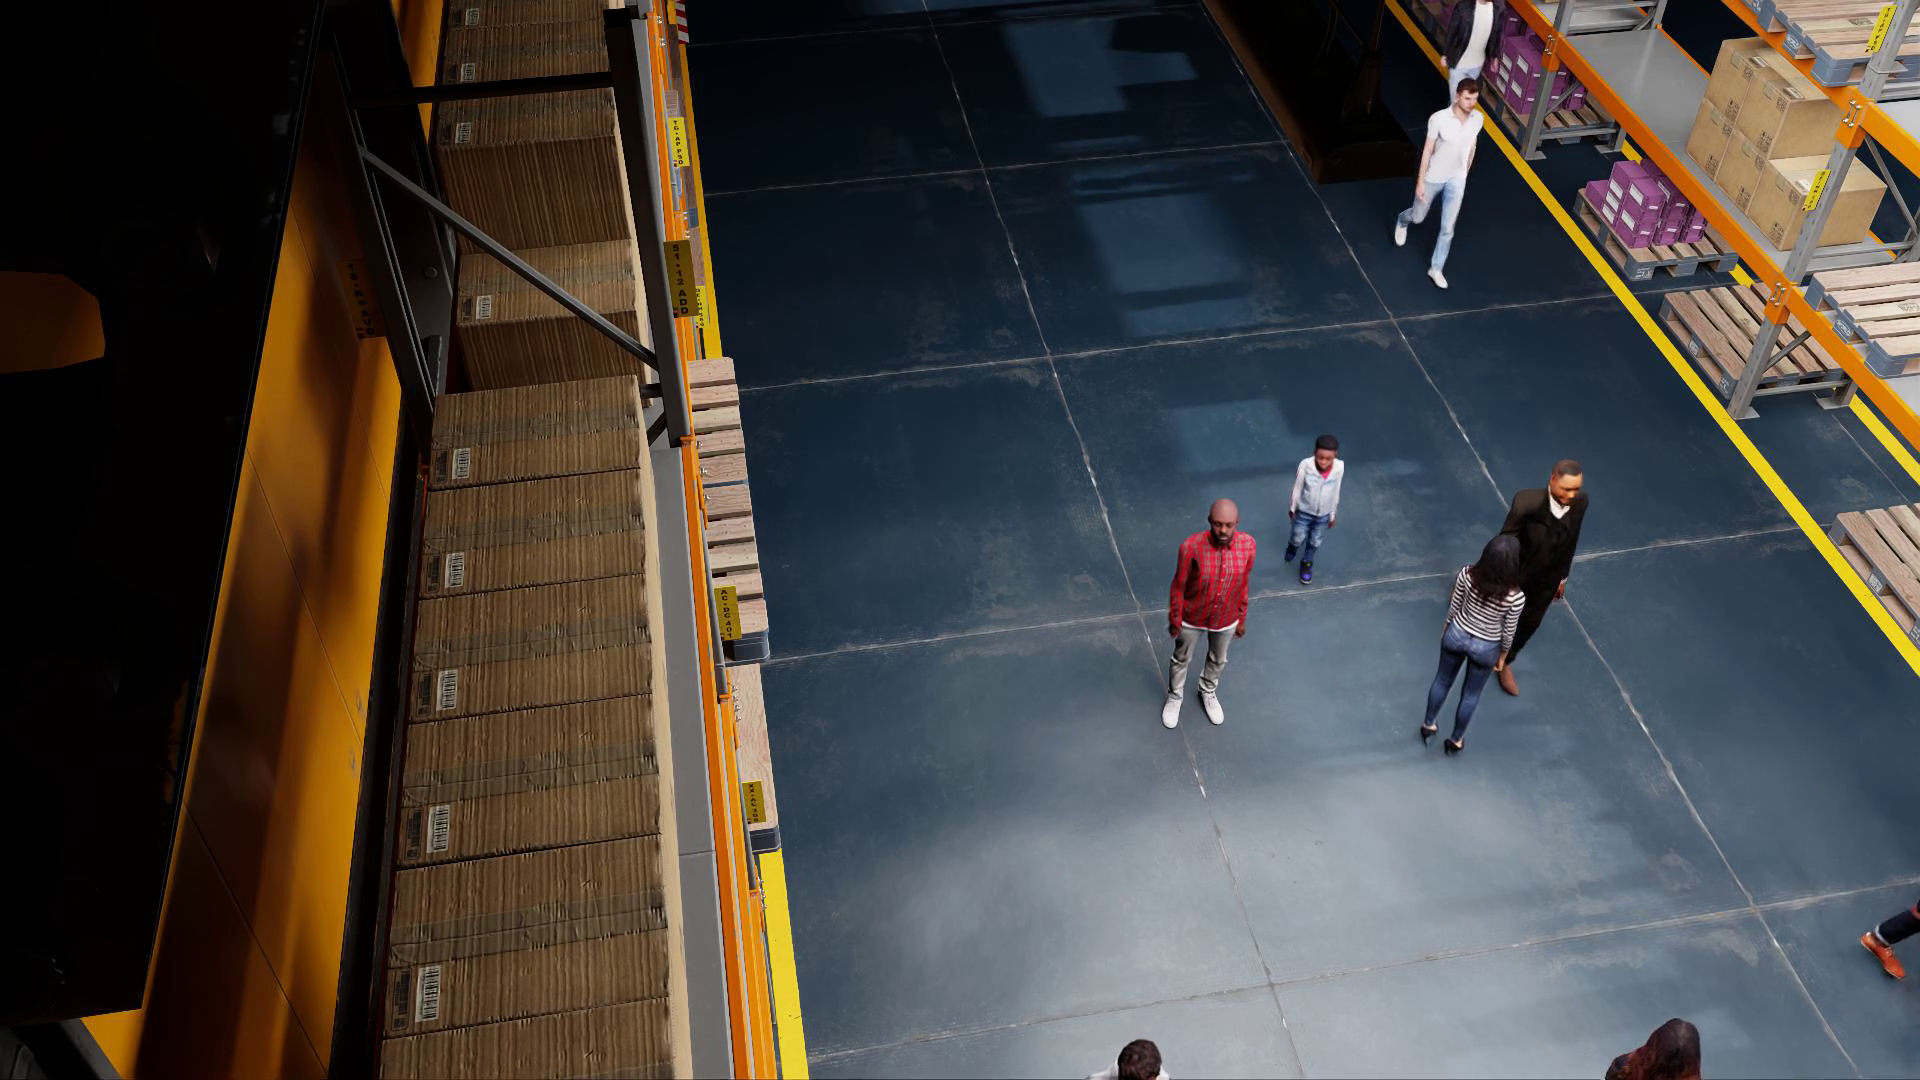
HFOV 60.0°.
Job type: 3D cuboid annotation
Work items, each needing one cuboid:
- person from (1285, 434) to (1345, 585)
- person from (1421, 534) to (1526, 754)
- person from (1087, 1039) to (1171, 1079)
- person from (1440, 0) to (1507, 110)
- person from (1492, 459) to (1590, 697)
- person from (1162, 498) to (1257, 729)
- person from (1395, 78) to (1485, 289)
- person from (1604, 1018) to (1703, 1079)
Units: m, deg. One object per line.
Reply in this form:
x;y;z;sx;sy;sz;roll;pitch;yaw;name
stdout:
2.480;-0.273;11.594;0.551;1.253;0.636;5;44;5;person
3.140;0.657;10.227;0.639;1.793;0.698;26;49;24;person
0.766;2.866;7.809;0.732;1.929;0.679;3;44;3;person
4.735;-4.536;15.668;0.691;1.806;0.990;-8;44;-9;person
3.621;0.147;10.691;0.684;1.891;0.898;-5;44;-6;person
1.556;0.435;10.440;0.689;1.819;0.630;-1;44;-1;person
4.068;-3.115;14.163;0.698;1.824;1.112;-5;44;-5;person
3.242;2.879;8.013;0.811;1.629;0.924;14;45;14;person
